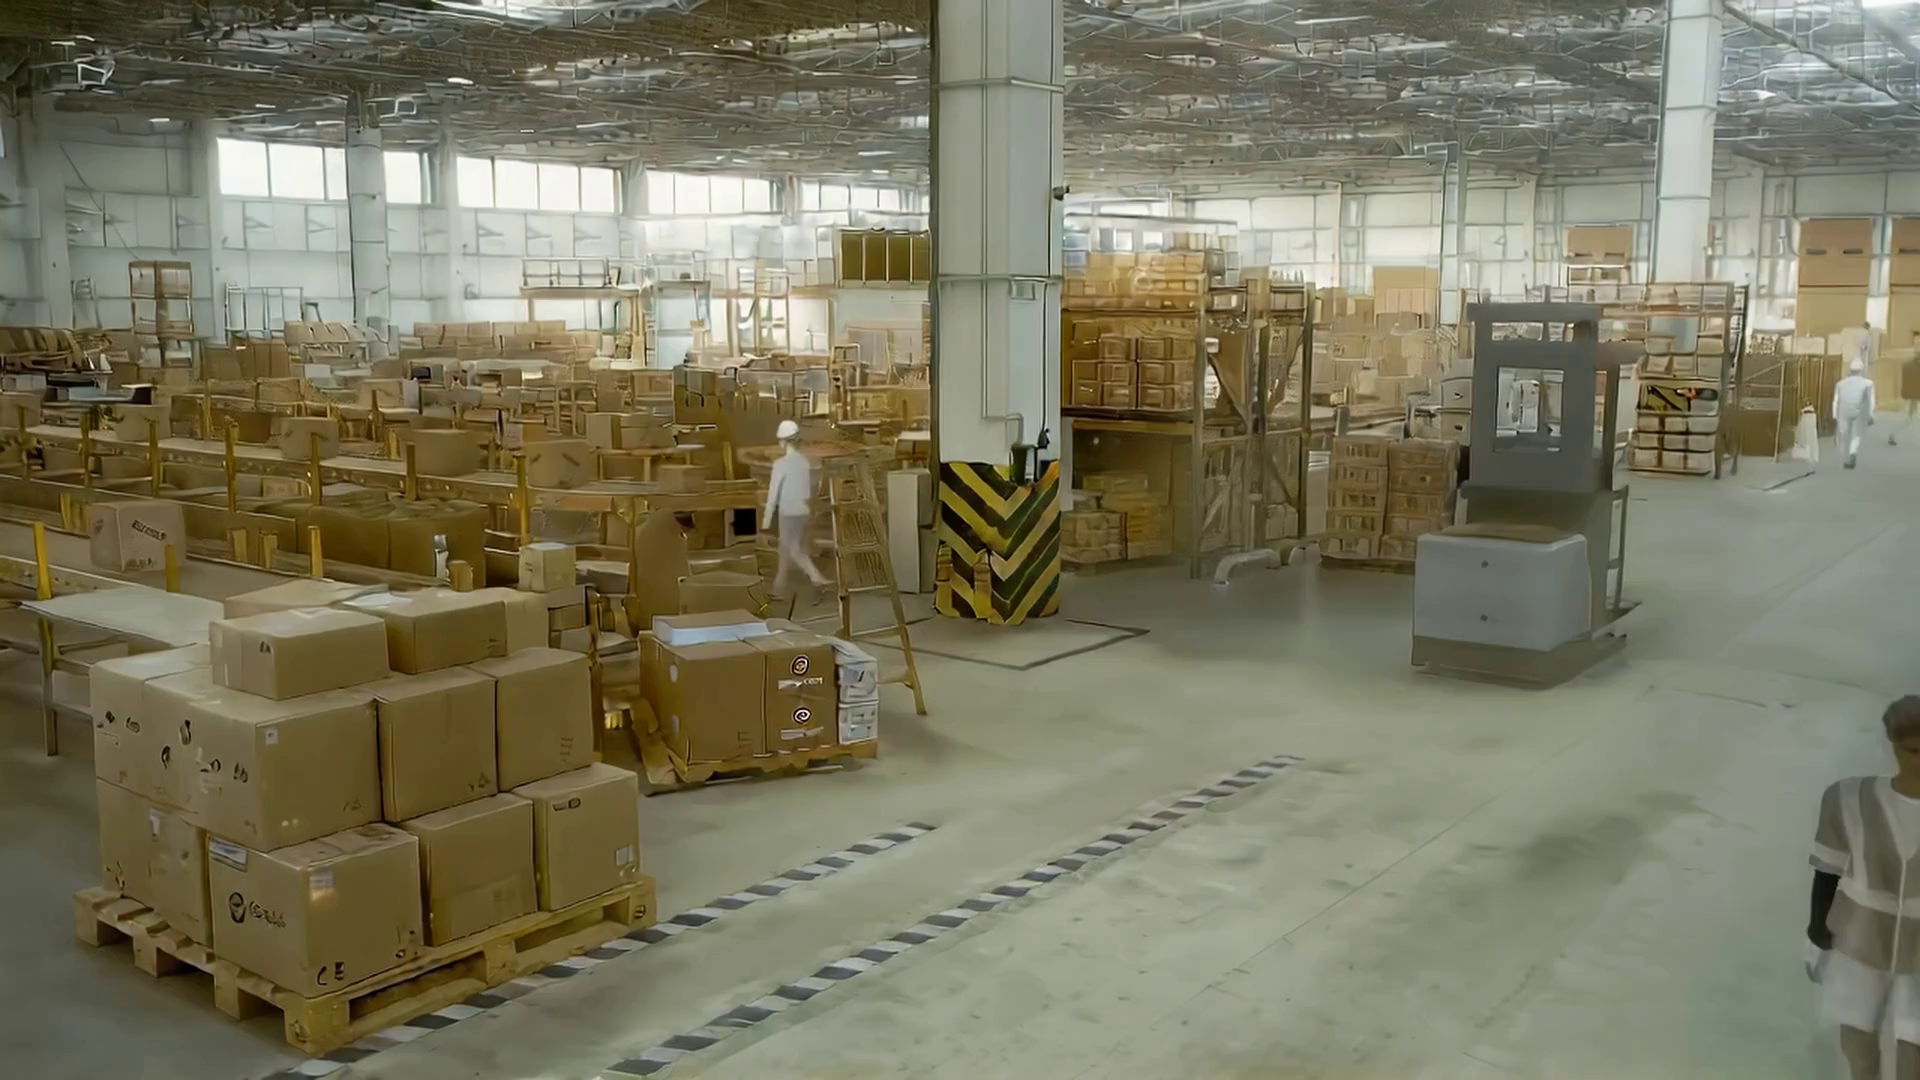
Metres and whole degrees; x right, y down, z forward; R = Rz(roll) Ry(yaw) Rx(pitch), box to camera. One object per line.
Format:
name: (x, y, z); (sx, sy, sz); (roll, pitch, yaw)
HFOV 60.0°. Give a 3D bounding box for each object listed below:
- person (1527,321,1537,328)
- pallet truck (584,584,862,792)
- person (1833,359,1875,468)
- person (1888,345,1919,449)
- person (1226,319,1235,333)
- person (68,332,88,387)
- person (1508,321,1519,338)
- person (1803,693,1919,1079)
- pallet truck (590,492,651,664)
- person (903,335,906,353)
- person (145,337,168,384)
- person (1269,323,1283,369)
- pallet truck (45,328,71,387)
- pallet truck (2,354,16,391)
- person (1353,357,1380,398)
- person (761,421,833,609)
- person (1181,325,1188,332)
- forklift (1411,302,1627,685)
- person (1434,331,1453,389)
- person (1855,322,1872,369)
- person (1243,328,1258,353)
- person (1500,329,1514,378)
person: (27.232, -9.809, 79.160); (0.615, 1.942, 0.408); (-7, 11, -38)
pallet truck: (-1.426, 0.805, 10.019); (1.601, 1.201, 0.680); (-4, 9, -26)
person: (14.687, -2.060, 27.353); (0.605, 1.812, 0.625); (6, 10, 34)
person: (17.746, -2.666, 30.957); (0.620, 1.959, 0.865); (-1, 9, -7)
person: (11.778, -8.874, 73.142); (0.594, 1.862, 0.590); (2, 9, 12)
person: (-22.454, -4.322, 42.285); (0.641, 1.913, 0.408); (5, 10, 28)
person: (25.899, -9.509, 77.995); (0.493, 1.689, 0.924); (-1, 9, -7)
person: (2.995, 1.281, 5.301); (0.532, 1.669, 0.810); (6, 10, 34)
pallet truck: (-3.115, 0.344, 12.883); (0.653, 1.274, 1.630); (7, 11, 37)
person: (-2.163, -8.372, 70.523); (0.496, 1.625, 0.287); (1, 9, 9)
person: (-19.791, -4.207, 41.066); (0.615, 2.041, 0.385); (-8, 11, -43)
person: (11.396, -6.913, 59.980); (0.516, 1.841, 0.325); (-4, 9, -25)
pallet truck: (-23.775, -4.544, 43.495); (1.885, 1.965, 0.823); (6, 10, 35)
pallet truck: (-24.881, -4.417, 42.634); (1.885, 1.965, 0.823); (8, 11, 41)
person: (8.374, -2.978, 34.306); (0.522, 1.579, 0.872); (5, 10, 32)
person: (-1.515, -0.237, 15.348); (0.870, 1.729, 0.525); (4, 9, 26)
person: (7.289, -6.015, 53.860); (0.327, 1.865, 0.520); (4, 9, 27)
forklift: (4.379, -0.438, 12.852); (1.129, 2.768, 1.873); (7, 11, 37)
person: (13.874, -5.074, 47.737); (0.530, 1.854, 0.856); (-5, 10, -28)
person: (34.425, -7.388, 63.281); (0.617, 1.812, 0.735); (-3, 9, -21)
person: (8.563, -5.364, 49.275); (0.616, 1.931, 0.961); (-1, 9, -10)
person: (14.803, -4.739, 45.040); (0.374, 1.929, 0.542); (6, 10, 35)
